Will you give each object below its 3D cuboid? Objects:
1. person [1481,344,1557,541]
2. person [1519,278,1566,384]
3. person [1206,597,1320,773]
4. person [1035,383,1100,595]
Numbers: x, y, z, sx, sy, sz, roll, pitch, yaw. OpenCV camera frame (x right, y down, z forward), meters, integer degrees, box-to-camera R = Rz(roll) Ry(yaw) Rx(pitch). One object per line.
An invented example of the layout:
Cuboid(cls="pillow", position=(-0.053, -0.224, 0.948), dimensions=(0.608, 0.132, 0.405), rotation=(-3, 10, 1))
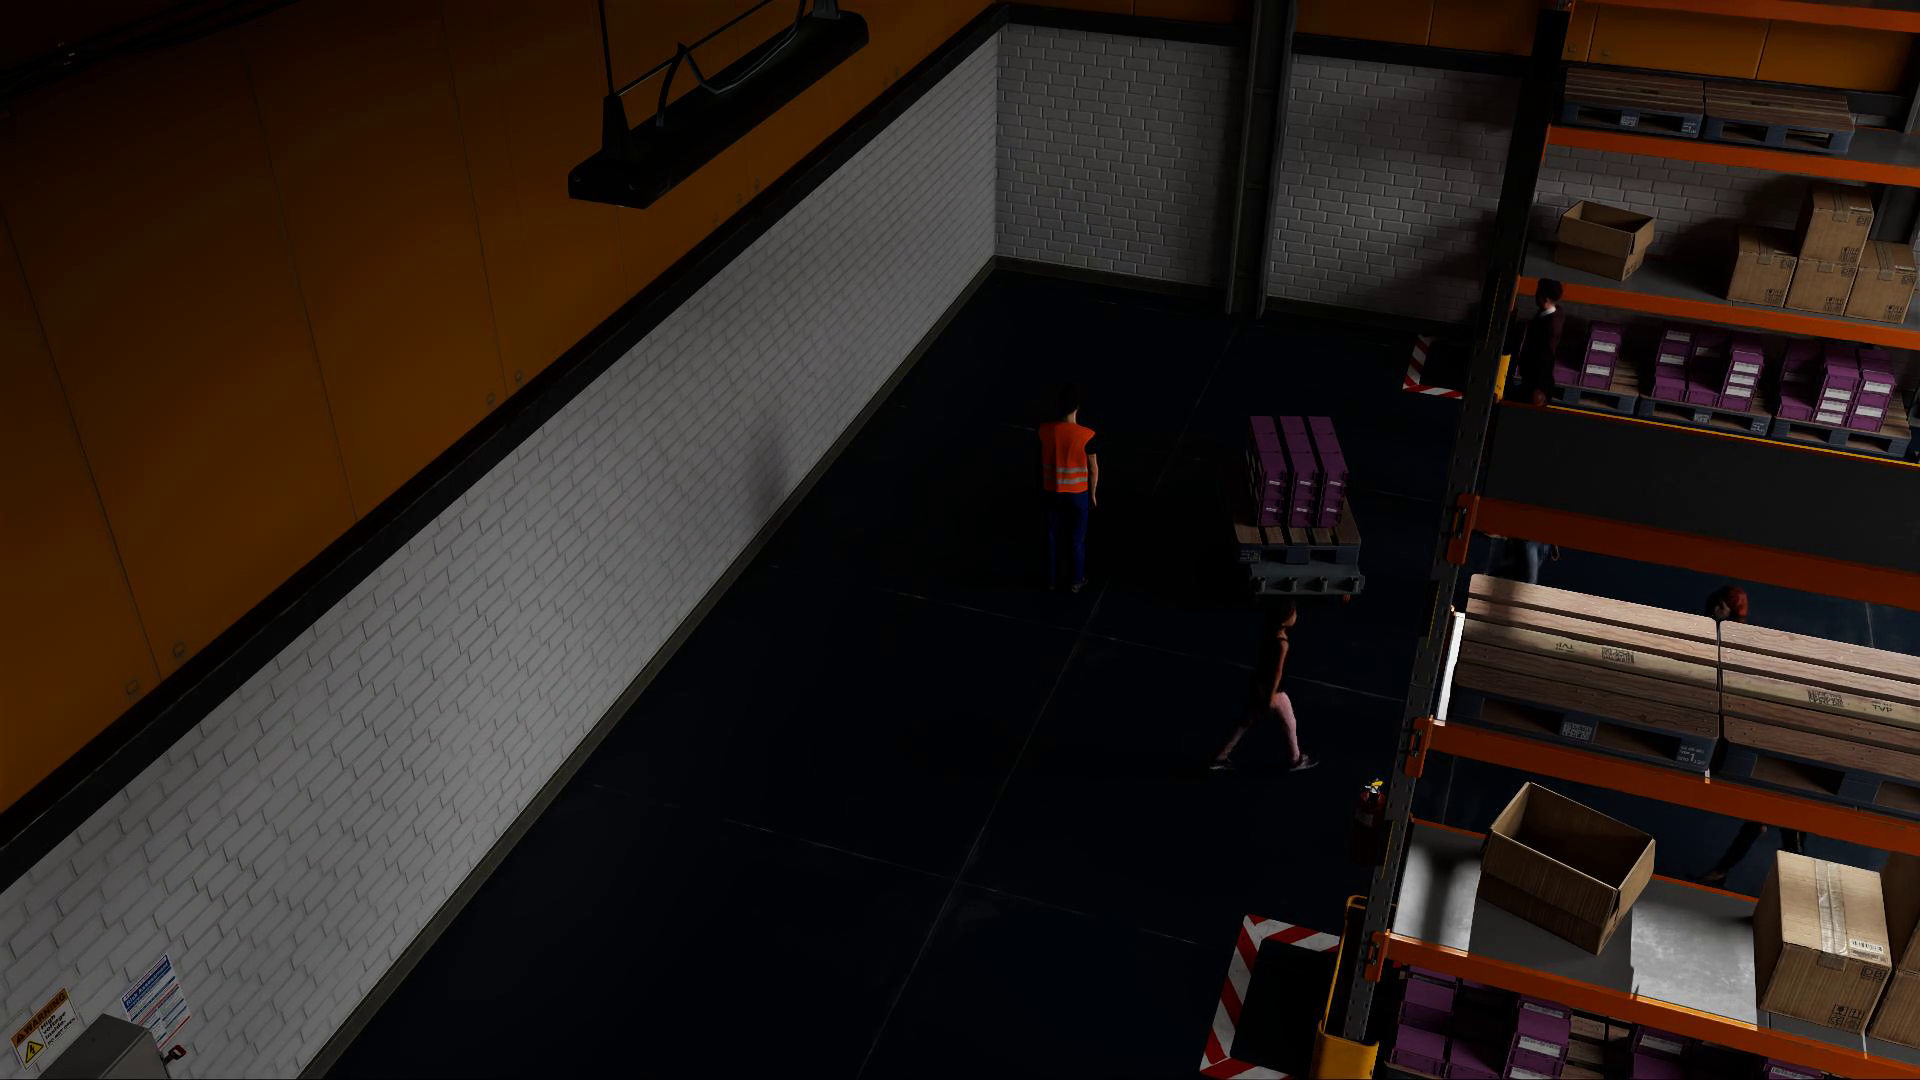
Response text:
Cuboid(cls="person", position=(4.815, -0.855, 14.225), dimensions=(0.617, 1.816, 0.670), rotation=(14, 36, 20))
Cuboid(cls="person", position=(5.267, -1.521, 15.185), dimensions=(0.577, 1.863, 0.675), rotation=(10, 35, 14))
Cuboid(cls="person", position=(2.088, 1.047, 11.626), dimensions=(1.076, 1.526, 0.926), rotation=(-9, 35, -14))
Cuboid(cls="person", position=(0.858, -0.402, 13.478), dimensions=(0.595, 1.888, 0.756), rotation=(7, 34, 11))
